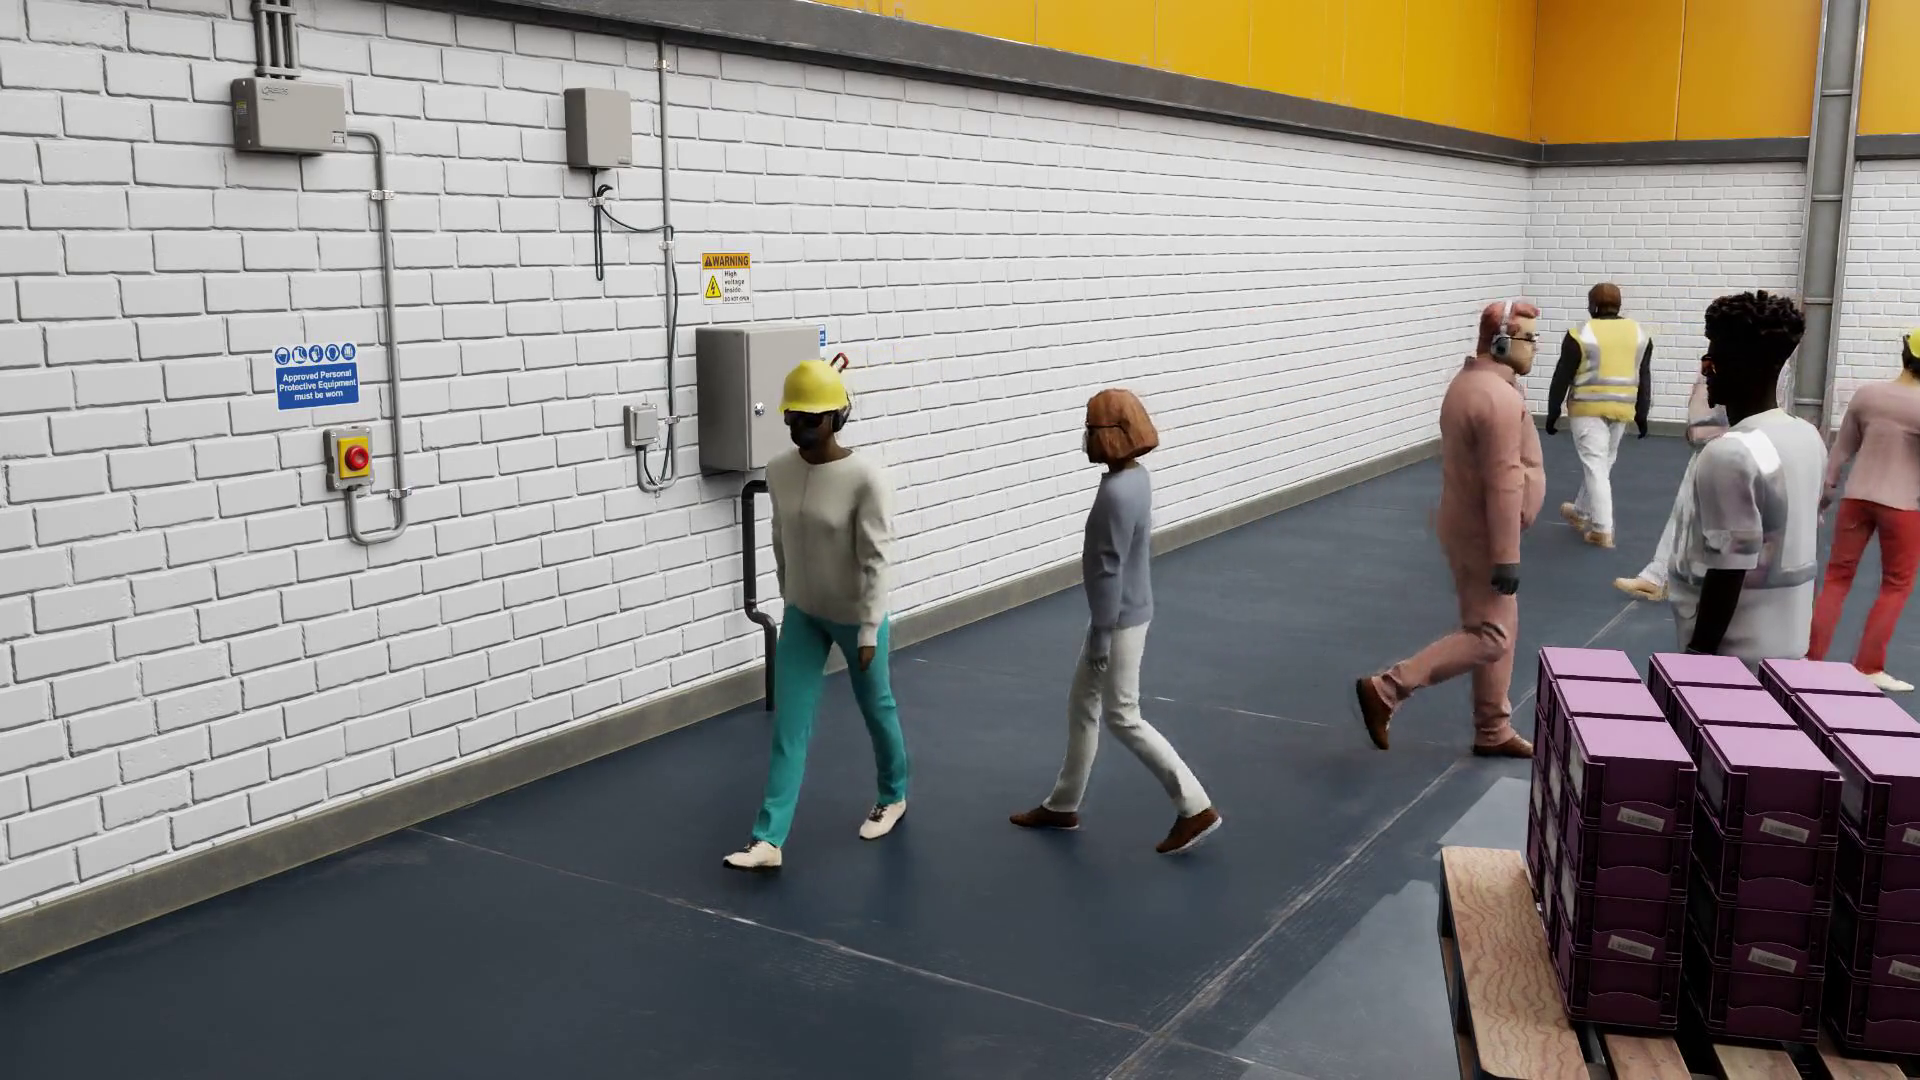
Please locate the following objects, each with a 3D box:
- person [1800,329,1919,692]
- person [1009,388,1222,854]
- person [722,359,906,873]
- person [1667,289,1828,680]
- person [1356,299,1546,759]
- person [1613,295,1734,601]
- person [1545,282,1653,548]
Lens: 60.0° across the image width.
[{"bbox_3d":[4.295,-0.160,7.850,0.380,1.719,0.699,-5,12,-27],"label":"person"},{"bbox_3d":[0.553,0.277,5.744,0.744,1.609,0.515,2,10,11],"label":"person"},{"bbox_3d":[-0.442,0.251,5.573,0.533,1.706,0.923,6,12,30],"label":"person"},{"bbox_3d":[2.164,0.292,4.659,0.367,1.966,0.607,9,14,42],"label":"person"},{"bbox_3d":[2.011,-0.016,6.611,0.728,1.881,0.641,1,10,7],"label":"person"},{"bbox_3d":[4.334,-0.494,9.502,0.952,1.791,0.649,1,10,5],"label":"person"},{"bbox_3d":[4.415,-0.893,11.667,0.658,1.798,0.927,-2,10,-9],"label":"person"}]
